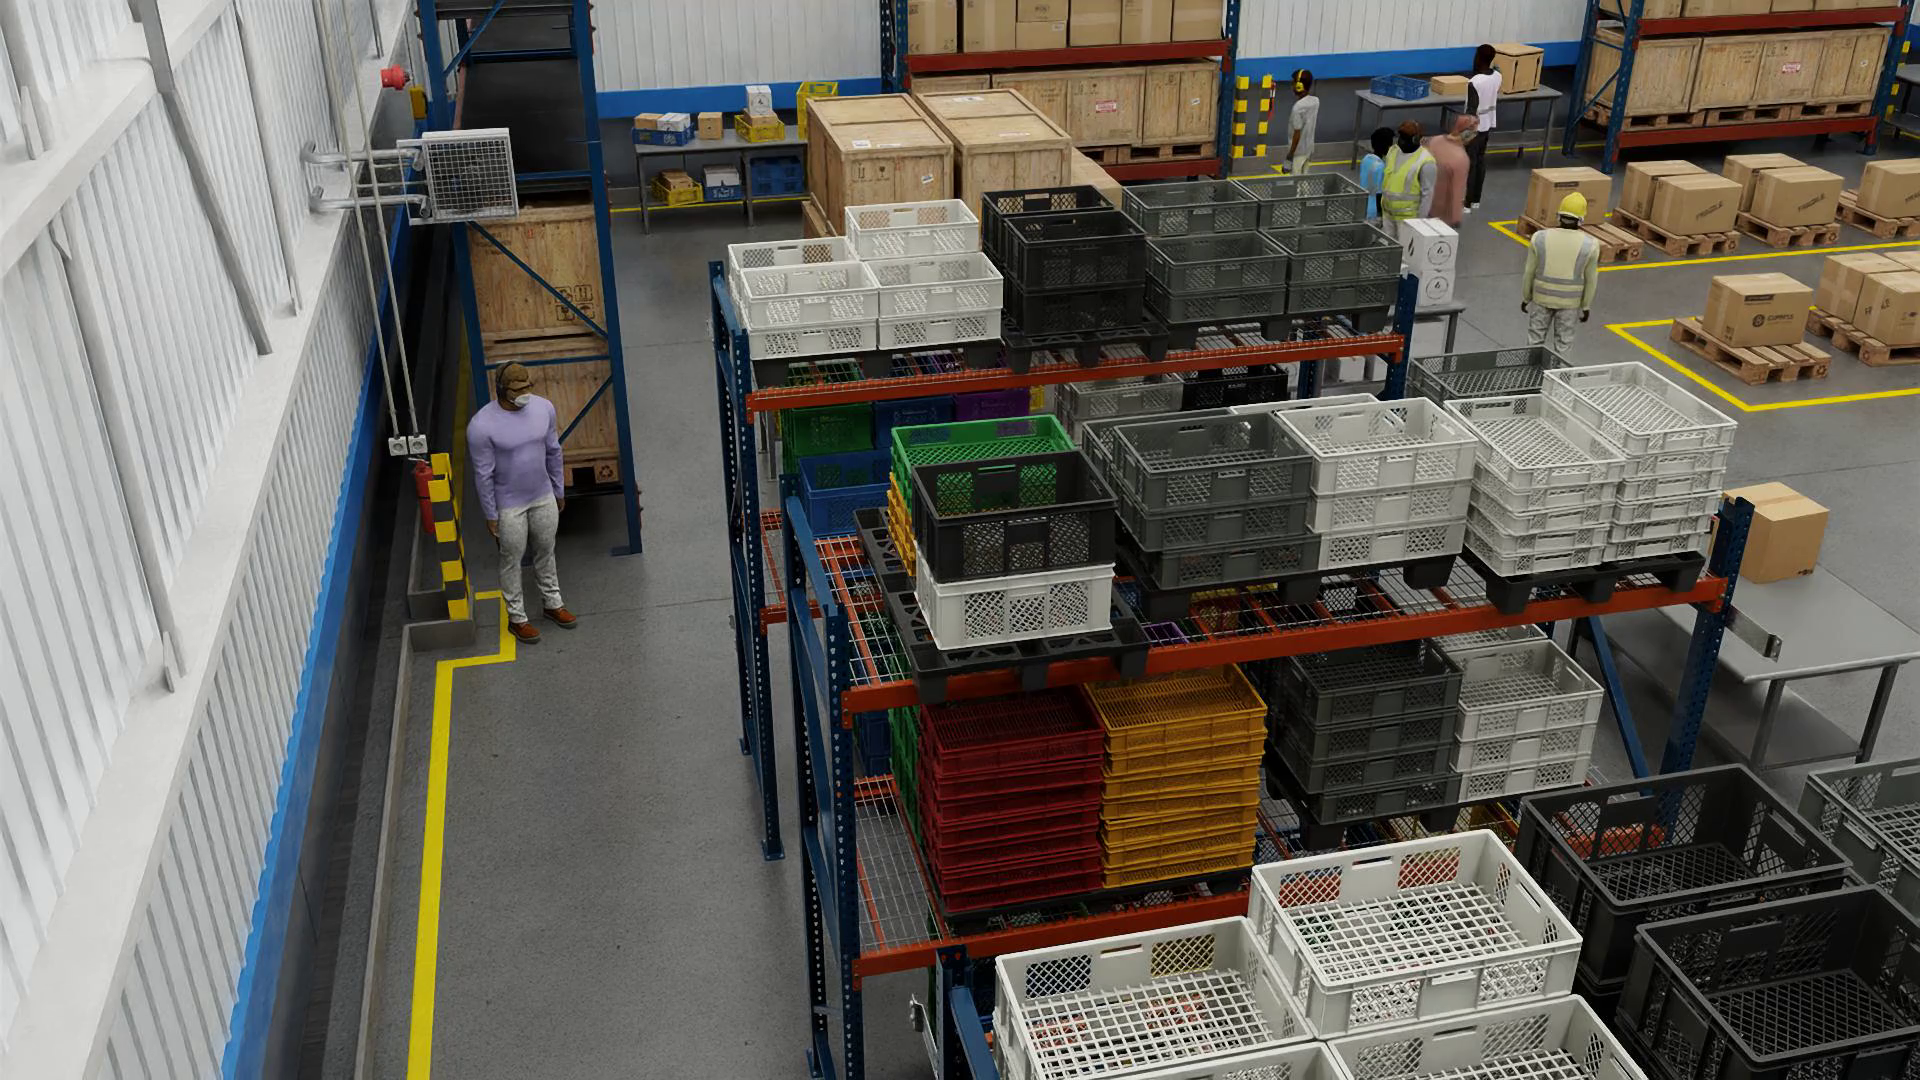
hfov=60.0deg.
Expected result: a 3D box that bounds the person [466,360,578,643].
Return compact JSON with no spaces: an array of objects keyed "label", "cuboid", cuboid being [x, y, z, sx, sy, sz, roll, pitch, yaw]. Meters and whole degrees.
[{"label":"person","cuboid":[-2.817,-0.262,10.750,0.374,1.933,0.625,24,36,38]}]

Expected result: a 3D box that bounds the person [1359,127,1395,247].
[{"label":"person","cuboid":[4.159,-3.318,16.797,0.321,1.691,0.529,-3,28,-5]}]

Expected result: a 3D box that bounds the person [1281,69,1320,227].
[{"label":"person","cuboid":[3.737,-4.261,18.407,0.327,1.865,0.520,20,34,33]}]

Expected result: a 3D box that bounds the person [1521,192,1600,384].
[{"label":"person","cuboid":[5.138,-2.082,14.303,0.600,1.832,0.404,13,30,23]}]

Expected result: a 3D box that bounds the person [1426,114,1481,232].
[{"label":"person","cuboid":[4.835,-3.339,16.659,0.458,1.865,0.705,-7,28,-12]}]

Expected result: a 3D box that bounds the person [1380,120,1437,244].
[{"label":"person","cuboid":[4.371,-3.237,16.485,0.430,1.845,0.624,-15,31,-26]}]

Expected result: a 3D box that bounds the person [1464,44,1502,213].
[{"label":"person","cuboid":[6.006,-4.780,19.330,0.392,1.922,0.591,23,36,37]}]
